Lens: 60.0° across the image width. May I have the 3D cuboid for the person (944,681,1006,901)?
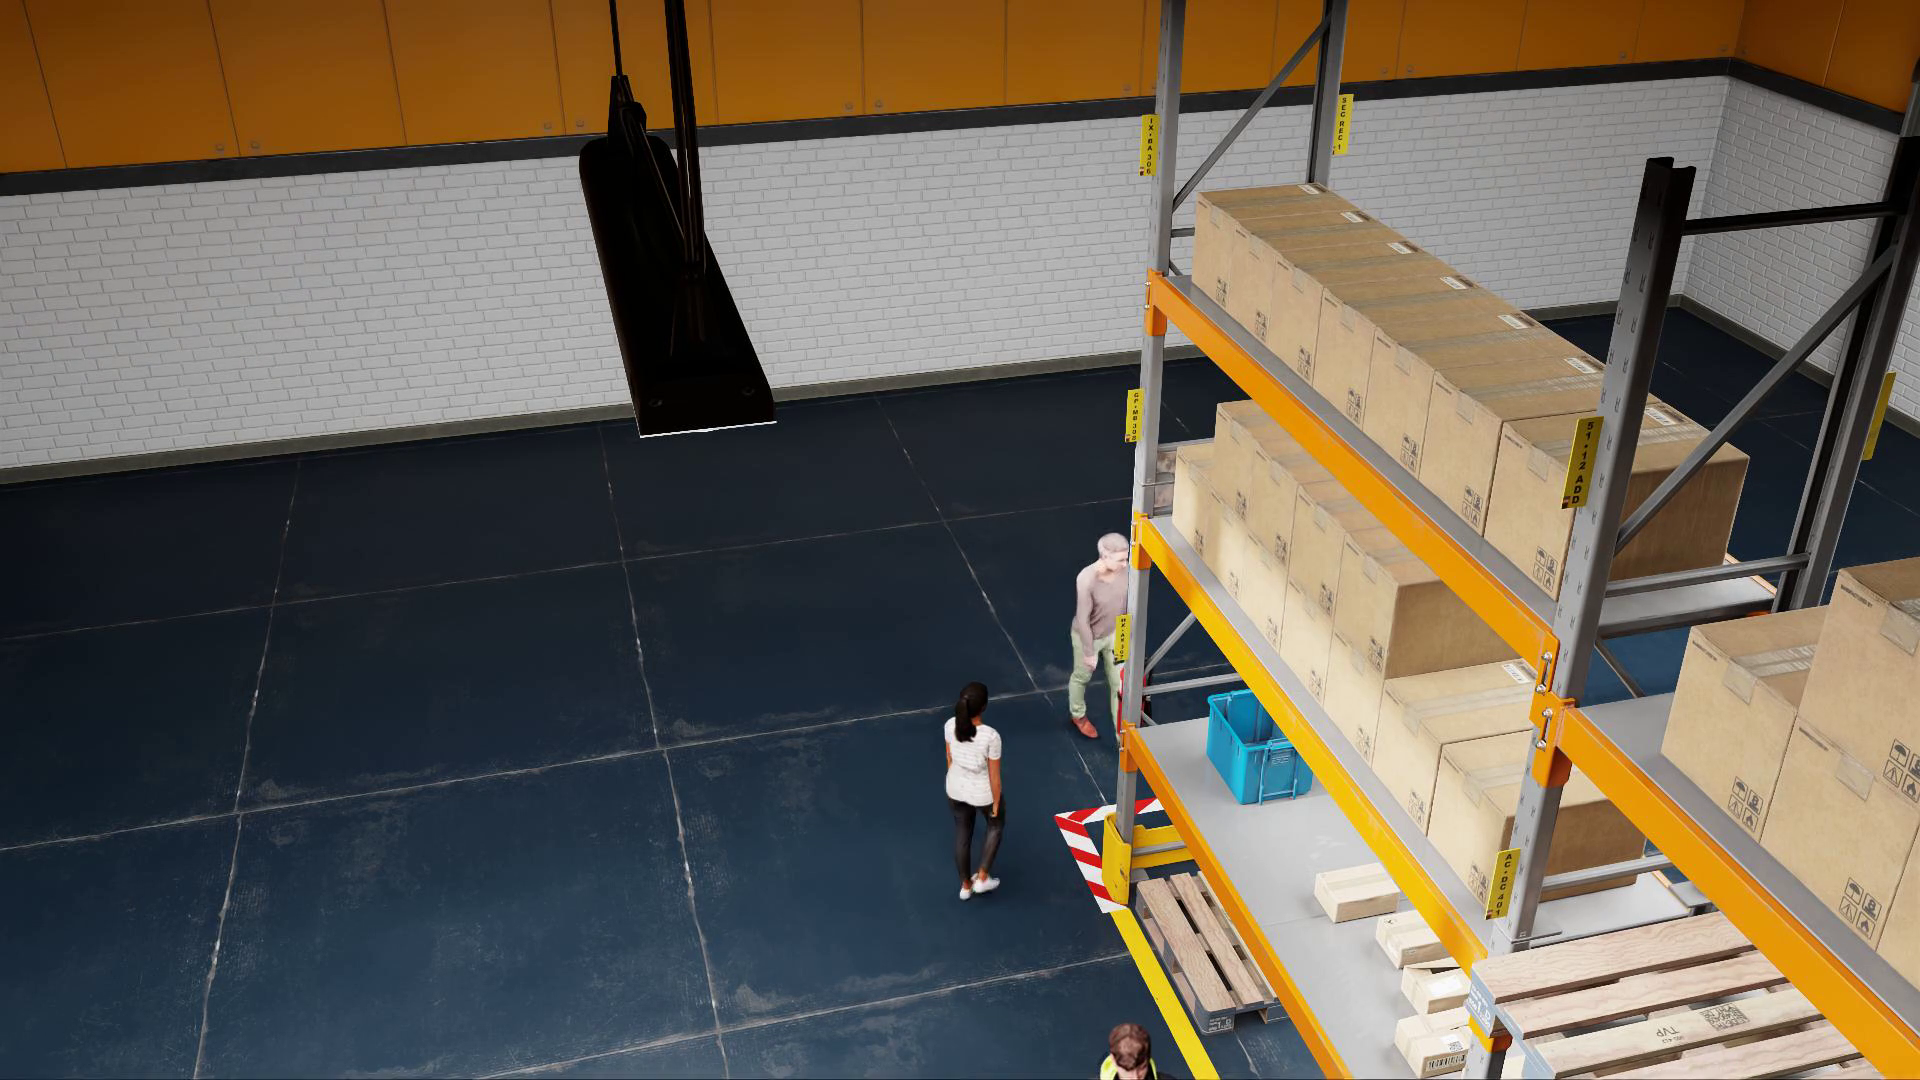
[{"bbox_3d":[0.042,1.662,10.666,0.675,1.632,0.727,13,31,22],"label":"person"}]

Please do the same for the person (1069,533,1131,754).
[{"bbox_3d":[0.960,0.690,12.248,0.890,1.825,1.149,-18,33,-29],"label":"person"}]

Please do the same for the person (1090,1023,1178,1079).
[{"bbox_3d":[0.764,3.016,7.821,0.768,1.981,0.627,-6,29,-11],"label":"person"}]
